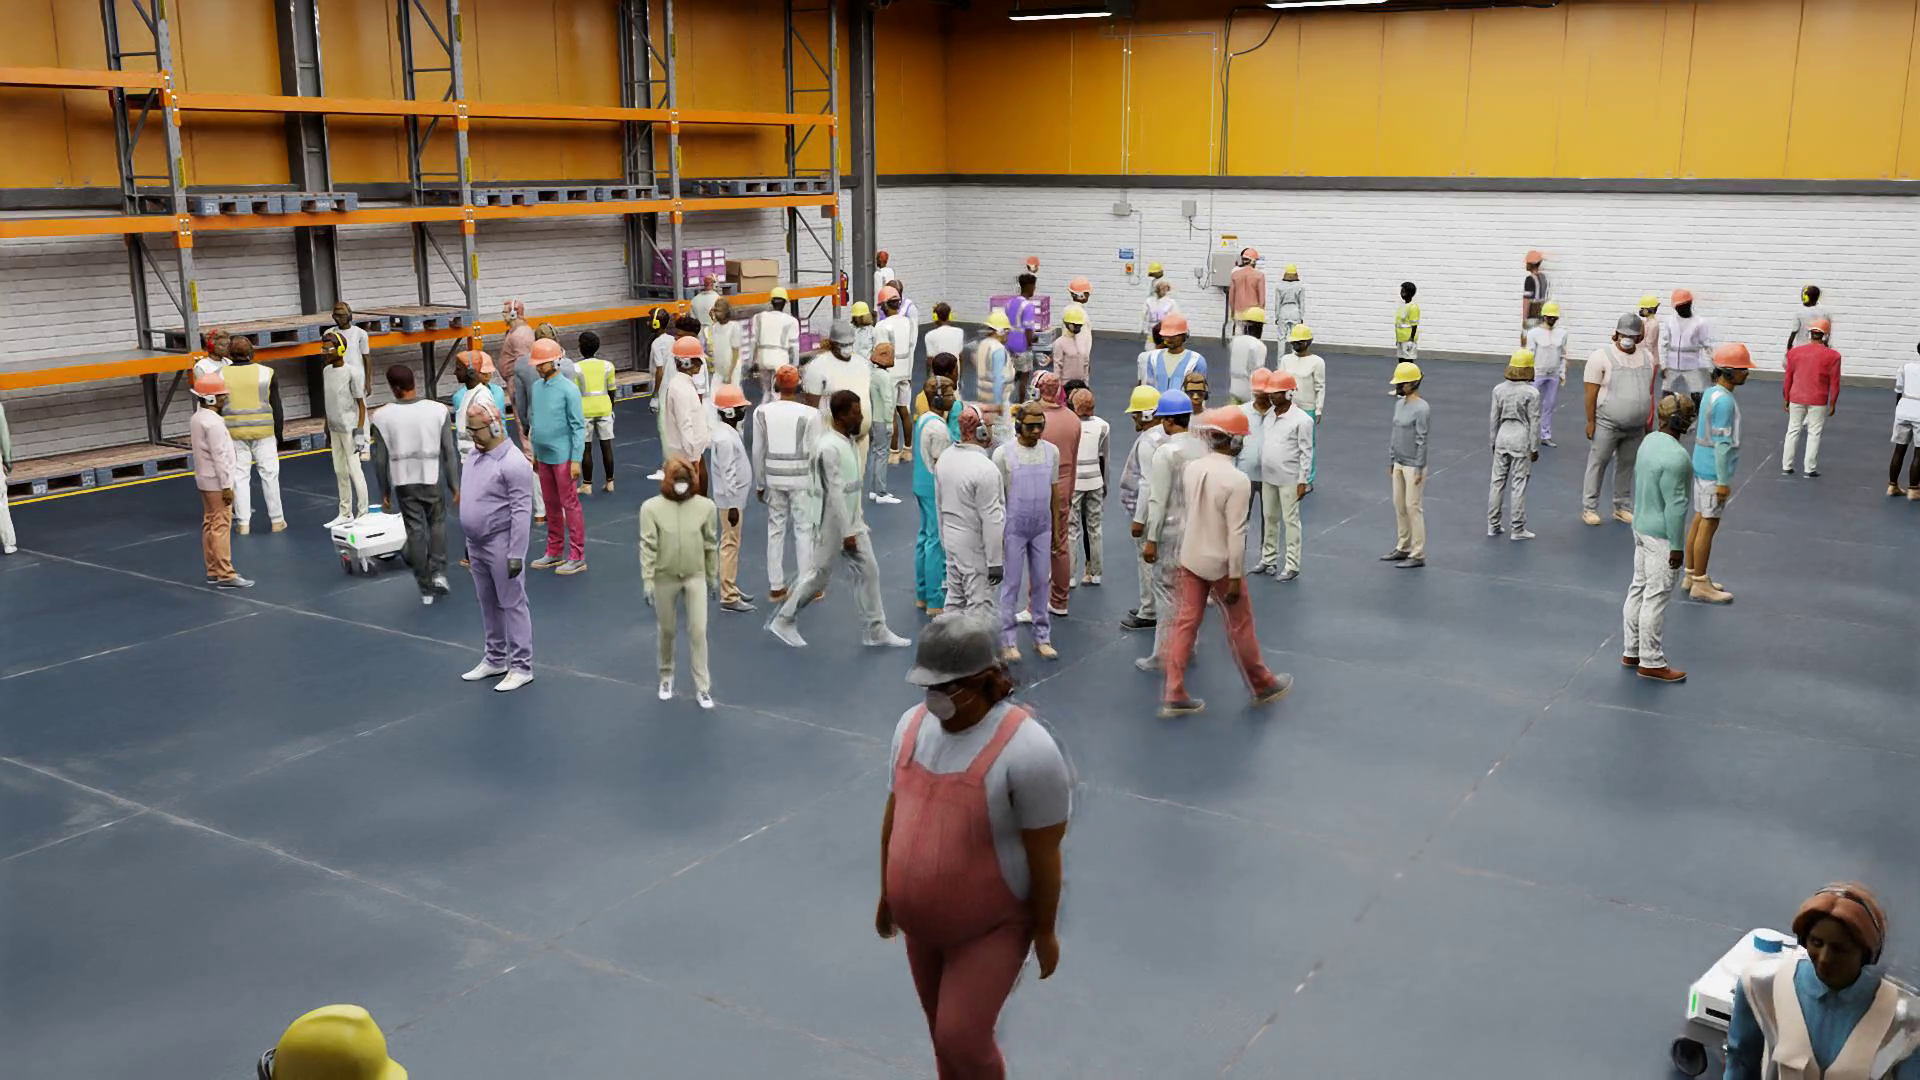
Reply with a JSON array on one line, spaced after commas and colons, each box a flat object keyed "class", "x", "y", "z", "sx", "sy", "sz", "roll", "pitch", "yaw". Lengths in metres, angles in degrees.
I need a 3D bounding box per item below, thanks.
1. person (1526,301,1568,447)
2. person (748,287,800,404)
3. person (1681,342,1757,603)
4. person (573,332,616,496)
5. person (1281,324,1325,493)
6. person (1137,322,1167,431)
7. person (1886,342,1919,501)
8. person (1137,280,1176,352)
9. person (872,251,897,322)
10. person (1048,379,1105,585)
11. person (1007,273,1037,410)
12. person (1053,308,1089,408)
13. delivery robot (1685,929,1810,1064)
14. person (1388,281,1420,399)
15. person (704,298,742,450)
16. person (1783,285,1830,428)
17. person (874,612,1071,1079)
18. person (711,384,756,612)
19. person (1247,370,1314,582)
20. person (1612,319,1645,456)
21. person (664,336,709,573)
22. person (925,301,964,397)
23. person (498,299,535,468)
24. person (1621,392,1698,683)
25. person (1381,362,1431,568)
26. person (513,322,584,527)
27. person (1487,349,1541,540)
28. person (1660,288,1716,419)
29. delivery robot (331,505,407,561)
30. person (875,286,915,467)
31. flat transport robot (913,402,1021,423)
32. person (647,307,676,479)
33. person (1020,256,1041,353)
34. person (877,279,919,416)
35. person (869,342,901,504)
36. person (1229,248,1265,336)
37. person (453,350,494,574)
[{"class": "person", "x": 7.045, "y": -1.983, "z": 20.008, "sx": 0.534, "sy": 1.767, "sz": 0.318, "roll": -2, "pitch": 13, "yaw": -9}, {"class": "person", "x": -2.281, "y": -2.164, "z": 20.532, "sx": 0.622, "sy": 1.880, "sz": 0.533, "roll": 3, "pitch": 13, "yaw": 12}, {"class": "person", "x": 5.989, "y": -0.538, "z": 13.132, "sx": 0.390, "sy": 2.045, "sz": 0.607, "roll": 4, "pitch": 13, "yaw": 15}, {"class": "person", "x": -3.807, "y": -1.305, "z": 17.220, "sx": 0.540, "sy": 1.696, "sz": 0.316, "roll": -9, "pitch": 16, "yaw": -36}, {"class": "person", "x": 3.531, "y": -1.366, "z": 17.333, "sx": 0.532, "sy": 1.767, "sz": 0.328, "roll": 11, "pitch": 17, "yaw": 39}, {"class": "person", "x": 1.985, "y": -1.250, "z": 16.646, "sx": 0.521, "sy": 1.857, "sz": 0.347, "roll": 12, "pitch": 18, "yaw": 43}, {"class": "person", "x": 9.761, "y": -1.237, "z": 16.950, "sx": 0.320, "sy": 1.686, "sz": 0.539, "roll": -6, "pitch": 14, "yaw": -24}, {"class": "person", "x": 3.028, "y": -3.148, "z": 25.380, "sx": 0.597, "sy": 1.628, "sz": 0.418, "roll": 4, "pitch": 14, "yaw": 18}, {"class": "person", "x": -1.304, "y": -3.989, "z": 28.457, "sx": 0.353, "sy": 1.883, "sz": 0.572, "roll": 8, "pitch": 15, "yaw": 31}, {"class": "person", "x": 0.945, "y": -0.475, "z": 13.623, "sx": 0.540, "sy": 1.696, "sz": 0.316, "roll": 6, "pitch": 14, "yaw": 24}, {"class": "person", "x": 0.785, "y": -2.614, "z": 22.346, "sx": 0.517, "sy": 1.947, "sz": 0.621, "roll": -6, "pitch": 14, "yaw": -24}, {"class": "person", "x": 1.293, "y": -1.800, "z": 19.241, "sx": 0.518, "sy": 1.756, "sz": 0.353, "roll": -11, "pitch": 17, "yaw": -39}, {"class": "delivery robot", "x": 3.066, "y": 1.729, "z": 6.357, "sx": 0.477, "sy": 0.478, "sz": 0.707, "roll": 12, "pitch": 17, "yaw": 42}, {"class": "person", "x": 6.475, "y": -2.905, "z": 24.157, "sx": 0.319, "sy": 1.698, "sz": 0.532, "roll": -2, "pitch": 13, "yaw": -9}, {"class": "person", "x": -2.861, "y": -1.945, "z": 19.736, "sx": 0.514, "sy": 1.817, "sz": 0.741, "roll": 9, "pitch": 15, "yaw": 33}, {"class": "person", "x": 11.015, "y": -2.372, "z": 21.567, "sx": 0.560, "sy": 1.851, "sz": 0.651, "roll": -1, "pitch": 13, "yaw": -4}, {"class": "person", "x": -0.012, "y": 1.208, "z": 5.568, "sx": 0.710, "sy": 2.000, "sz": 0.538, "roll": 12, "pitch": 18, "yaw": 42}, {"class": "person", "x": -1.751, "y": -0.329, "z": 12.849, "sx": 0.321, "sy": 1.755, "sz": 0.573, "roll": -2, "pitch": 13, "yaw": -7}, {"class": "person", "x": 2.640, "y": -0.533, "z": 13.748, "sx": 0.342, "sy": 1.749, "sz": 0.570, "roll": -9, "pitch": 16, "yaw": -35}, {"class": "person", "x": 7.761, "y": -1.753, "z": 19.302, "sx": 0.265, "sy": 1.632, "sz": 0.508, "roll": -1, "pitch": 13, "yaw": -3}, {"class": "person", "x": -2.288, "y": -0.724, "z": 14.050, "sx": 0.389, "sy": 1.992, "sz": 0.612, "roll": -3, "pitch": 13, "yaw": -13}, {"class": "person", "x": -0.157, "y": -1.836, "z": 19.217, "sx": 0.542, "sy": 1.841, "sz": 0.749, "roll": -5, "pitch": 14, "yaw": -22}, {"class": "person", "x": -4.948, "y": -1.733, "z": 18.614, "sx": 0.408, "sy": 1.906, "sz": 0.652, "roll": -2, "pitch": 13, "yaw": -10}, {"class": "person", "x": 4.694, "y": -0.023, "z": 11.132, "sx": 0.372, "sy": 1.940, "sz": 0.630, "roll": 0, "pitch": 13, "yaw": 2}, {"class": "person", "x": 3.819, "y": -0.645, "z": 14.240, "sx": 0.339, "sy": 1.756, "sz": 0.532, "roll": -3, "pitch": 13, "yaw": -13}, {"class": "person", "x": -3.877, "y": -1.084, "z": 15.730, "sx": 0.636, "sy": 1.938, "sz": 0.358, "roll": 3, "pitch": 13, "yaw": 15}, {"class": "person", "x": 5.100, "y": -0.877, "z": 15.263, "sx": 0.295, "sy": 1.743, "sz": 0.493, "roll": -11, "pitch": 17, "yaw": -39}, {"class": "person", "x": 8.904, "y": -2.122, "z": 20.376, "sx": 0.421, "sy": 1.908, "sz": 0.674, "roll": -12, "pitch": 18, "yaw": -42}, {"class": "delivery robot", "x": -4.943, "y": -0.054, "z": 14.093, "sx": 0.477, "sy": 0.478, "sz": 0.707, "roll": 10, "pitch": 16, "yaw": 36}, {"class": "person", "x": -0.780, "y": -1.851, "z": 18.859, "sx": 0.402, "sy": 2.029, "sz": 0.614, "roll": 10, "pitch": 16, "yaw": 37}, {"class": "flat transport robot", "x": 0.155, "y": -1.690, "z": 22.014, "sx": 1.431, "sy": 0.197, "sz": 0.652, "roll": 4, "pitch": 13, "yaw": 15}, {"class": "person", "x": -3.241, "y": -1.590, "z": 18.077, "sx": 0.328, "sy": 1.872, "sz": 0.510, "roll": 2, "pitch": 13, "yaw": 10}, {"class": "person", "x": 1.258, "y": -4.167, "z": 29.551, "sx": 0.377, "sy": 1.738, "sz": 0.579, "roll": -5, "pitch": 14, "yaw": -19}, {"class": "person", "x": -0.870, "y": -2.608, "z": 22.564, "sx": 0.624, "sy": 1.841, "sz": 0.430, "roll": 8, "pitch": 15, "yaw": 32}, {"class": "person", "x": -0.775, "y": -1.189, "z": 16.857, "sx": 0.265, "sy": 1.632, "sz": 0.507, "roll": -4, "pitch": 14, "yaw": -17}, {"class": "person", "x": 4.724, "y": -3.783, "z": 27.329, "sx": 0.612, "sy": 1.987, "sz": 0.399, "roll": 8, "pitch": 15, "yaw": 31}, {"class": "person", "x": -4.053, "y": -0.655, "z": 13.990, "sx": 0.340, "sy": 1.882, "sz": 0.586, "roll": -7, "pitch": 15, "yaw": -26}]
